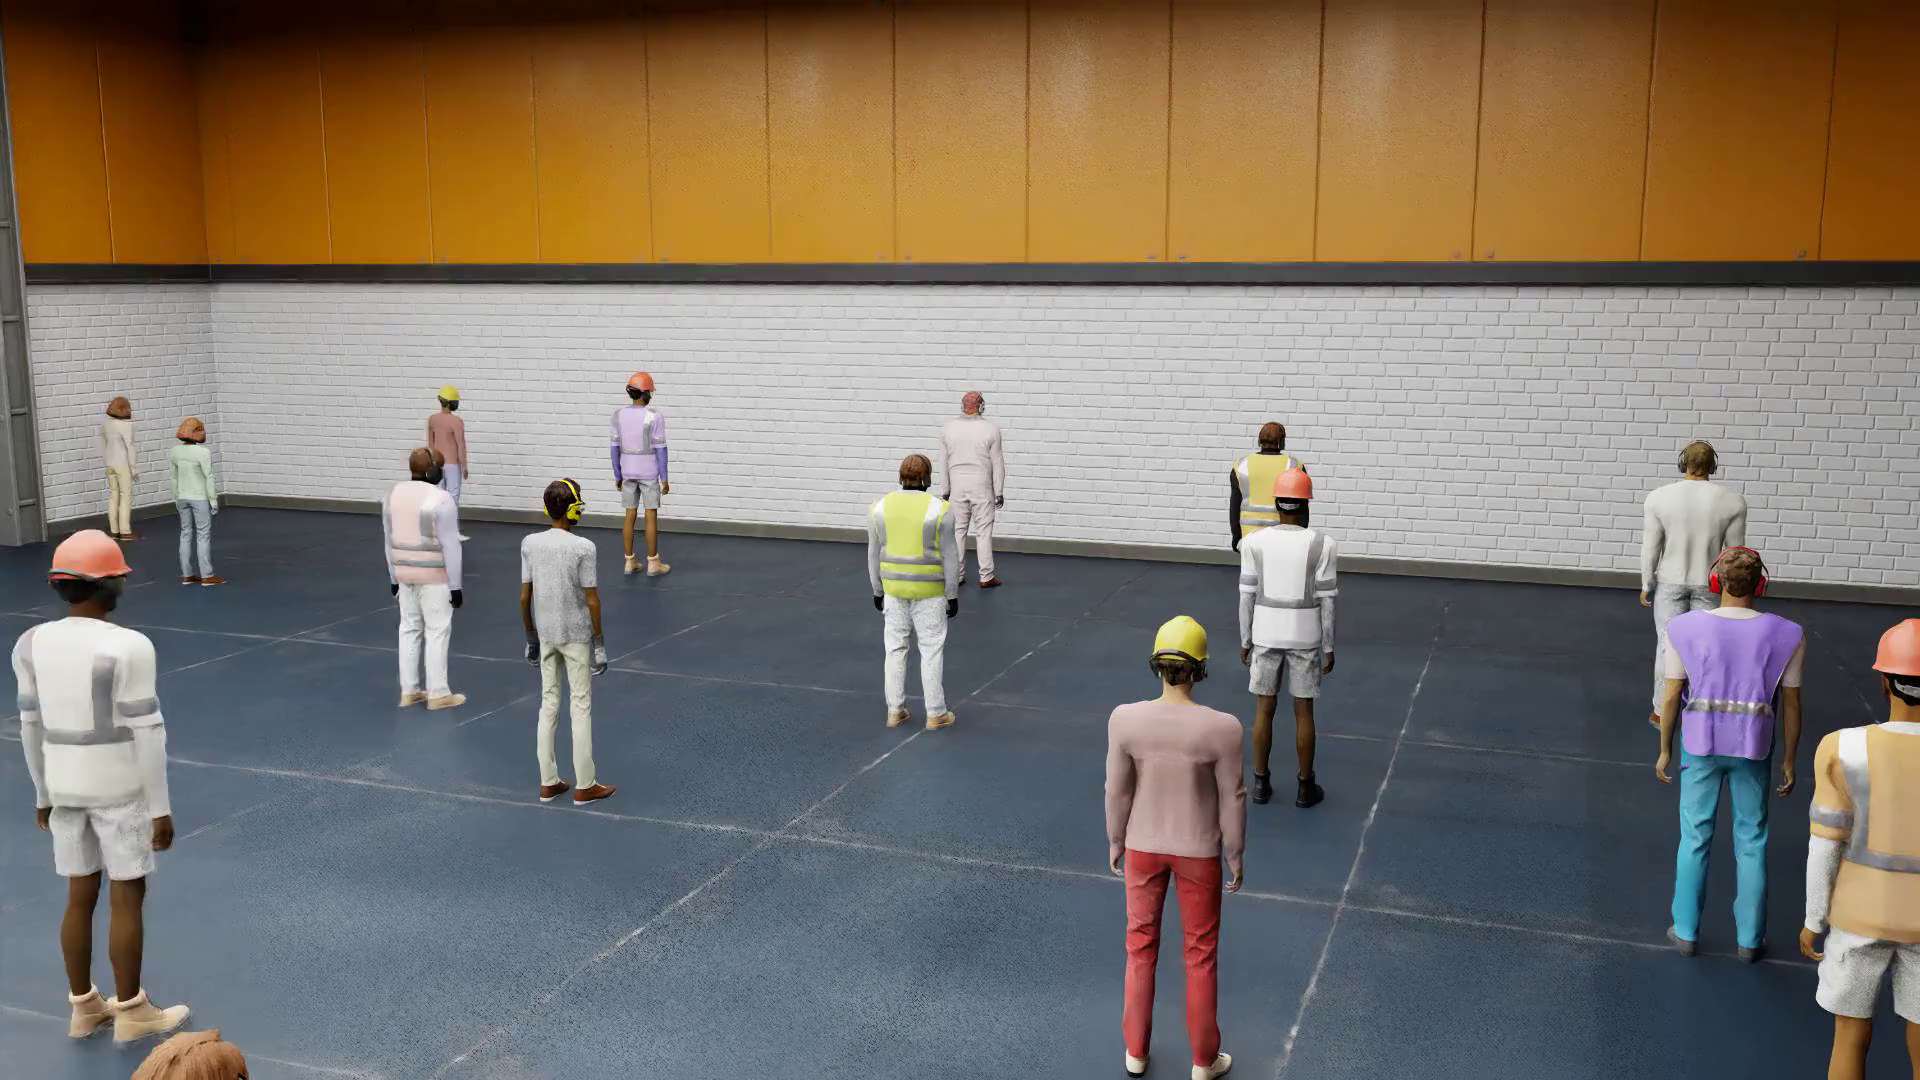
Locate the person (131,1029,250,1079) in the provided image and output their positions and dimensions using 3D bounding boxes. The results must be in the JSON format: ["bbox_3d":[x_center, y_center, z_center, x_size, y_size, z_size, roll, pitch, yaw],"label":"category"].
[{"bbox_3d":[-1.429,1.720,3.155,0.507,1.631,0.265,3,10,19],"label":"person"}]

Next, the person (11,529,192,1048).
[{"bbox_3d":[-3.379,0.980,6.578,0.652,2.031,0.433,2,9,13],"label":"person"}]

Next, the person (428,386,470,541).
[{"bbox_3d":[-5.773,-0.853,18.771,0.549,1.754,0.394,5,10,28],"label":"person"}]

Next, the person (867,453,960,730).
[{"bbox_3d":[-0.292,0.343,11.066,0.633,1.839,0.429,3,10,19],"label":"person"}]

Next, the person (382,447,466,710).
[{"bbox_3d":[-3.716,0.275,11.607,0.657,1.841,0.431,4,10,26],"label":"person"}]

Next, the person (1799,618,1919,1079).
[{"bbox_3d":[3.021,1.211,5.384,0.551,1.932,0.378,3,10,19],"label":"person"}]

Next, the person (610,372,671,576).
[{"bbox_3d":[-3.185,-0.663,16.677,0.614,2.040,0.390,3,10,19],"label":"person"}]

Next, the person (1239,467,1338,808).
[{"bbox_3d":[1.868,0.552,9.470,0.551,1.932,0.378,3,10,19],"label":"person"}]

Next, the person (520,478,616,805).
[{"bbox_3d":[-2.255,0.579,9.510,0.533,1.868,0.310,3,10,19],"label":"person"}]

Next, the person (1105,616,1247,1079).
[{"bbox_3d":[0.811,1.158,6.243,0.533,1.765,0.331,3,10,19],"label":"person"}]

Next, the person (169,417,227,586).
[{"bbox_3d":[-7.416,-0.372,16.137,0.507,1.631,0.266,3,10,19],"label":"person"}]

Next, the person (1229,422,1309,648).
[{"bbox_3d":[2.489,-0.034,13.394,0.633,1.841,0.429,3,10,19],"label":"person"}]

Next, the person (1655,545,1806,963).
[{"bbox_3d":[3.374,0.946,7.314,0.570,1.840,0.373,3,10,19],"label":"person"}]

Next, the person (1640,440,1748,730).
[{"bbox_3d":[4.822,0.308,10.980,0.635,1.936,0.356,3,10,19],"label":"person"}]

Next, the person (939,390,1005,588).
[{"bbox_3d":[0.130,-0.488,16.016,0.651,1.904,0.403,3,10,19],"label":"person"}]

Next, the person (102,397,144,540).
[{"bbox_3d":[-9.533,-0.806,18.889,0.528,1.620,0.341,5,10,28],"label":"person"}]
